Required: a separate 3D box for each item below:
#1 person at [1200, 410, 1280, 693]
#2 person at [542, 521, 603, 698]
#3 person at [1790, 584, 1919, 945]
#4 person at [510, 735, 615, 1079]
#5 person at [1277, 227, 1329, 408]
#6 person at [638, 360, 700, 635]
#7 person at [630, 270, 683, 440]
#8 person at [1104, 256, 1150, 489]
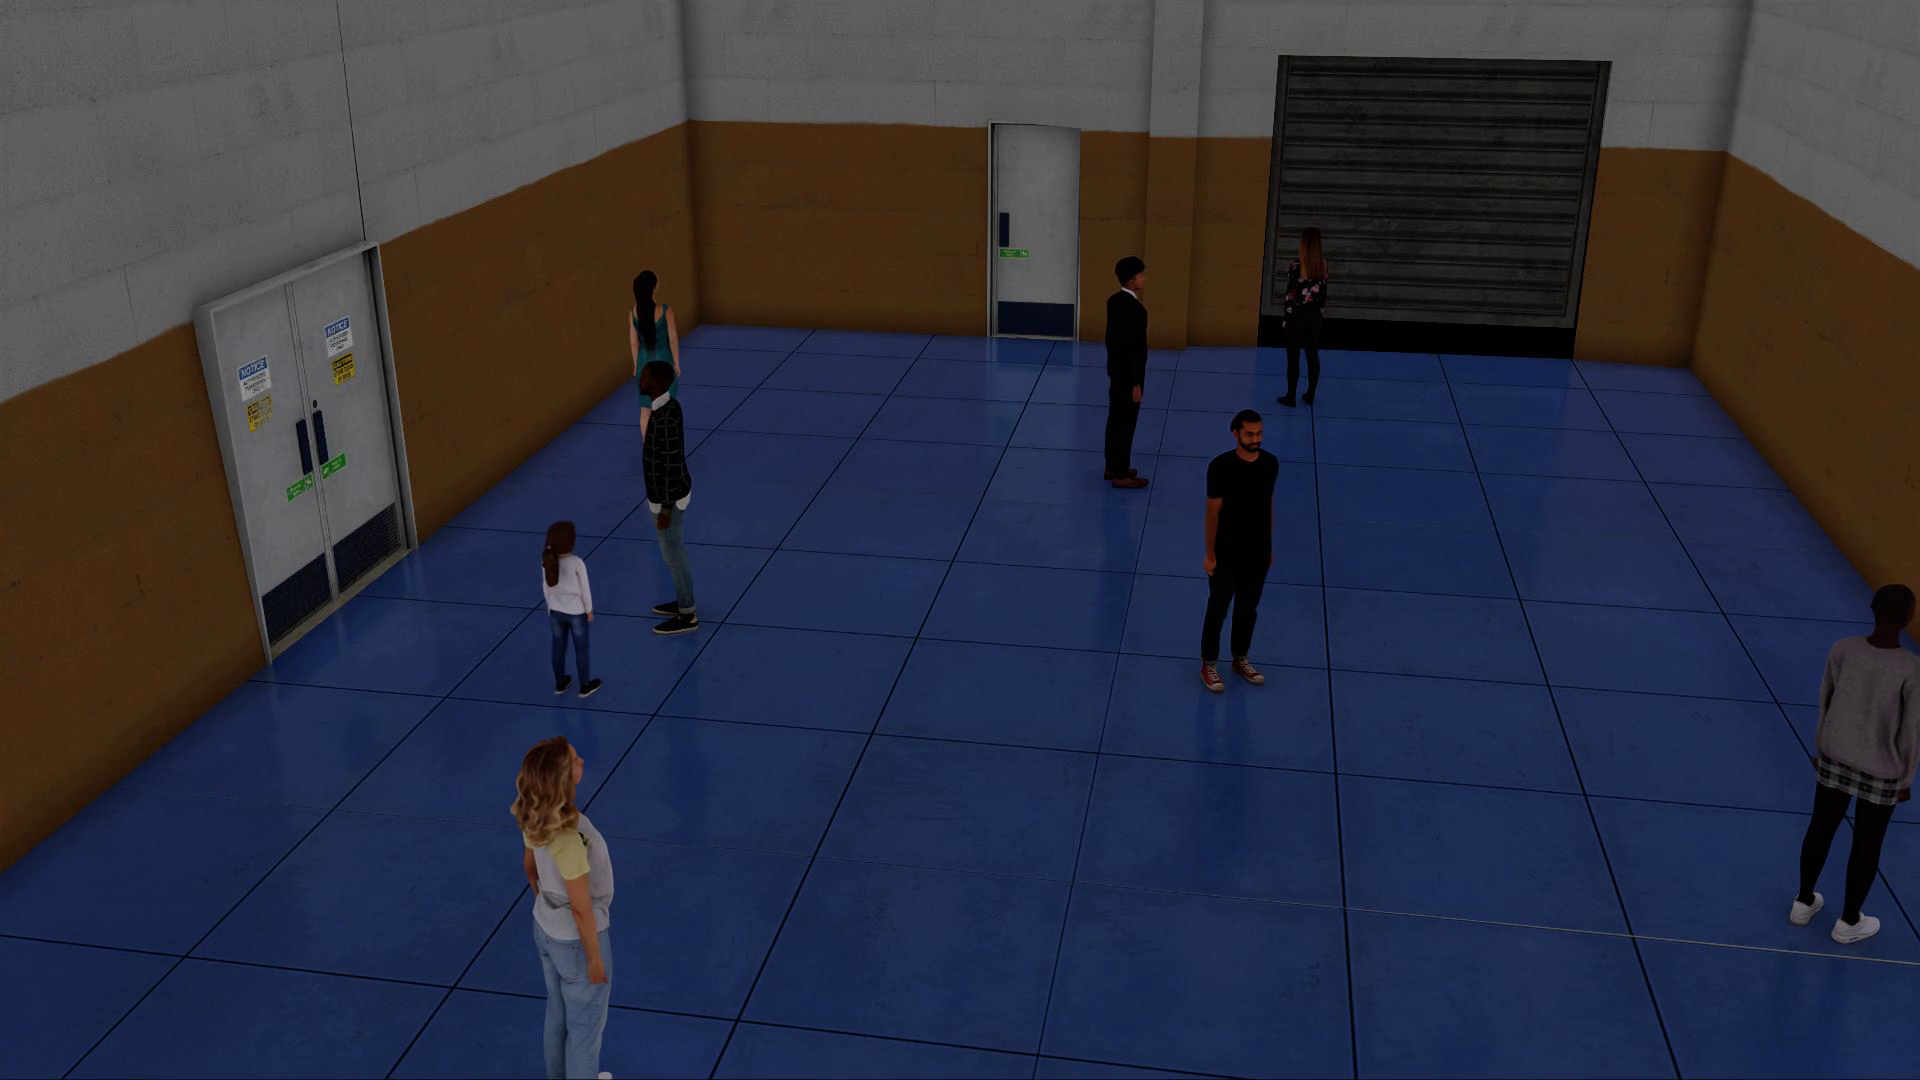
[{"bbox_3d":[1.690,0.049,10.074,0.666,1.757,0.773,-9,24,-21],"label":"person"},{"bbox_3d":[-2.374,0.403,10.062,0.412,1.110,0.518,5,23,13],"label":"person"},{"bbox_3d":[4.137,1.019,7.642,0.752,1.771,0.684,-16,27,-34],"label":"person"},{"bbox_3d":[-1.508,1.530,6.413,0.768,1.723,0.692,-17,27,-36],"label":"person"},{"bbox_3d":[3.201,-2.073,15.453,0.600,1.684,0.712,-8,23,-18],"label":"person"},{"bbox_3d":[-1.888,-0.290,10.833,0.665,1.820,0.736,-3,22,-8],"label":"person"},{"bbox_3d":[-2.528,-1.414,13.811,0.454,1.685,0.633,2,22,4],"label":"person"},{"bbox_3d":[1.322,-1.355,13.397,0.723,1.884,0.770,-6,23,-14],"label":"person"}]
